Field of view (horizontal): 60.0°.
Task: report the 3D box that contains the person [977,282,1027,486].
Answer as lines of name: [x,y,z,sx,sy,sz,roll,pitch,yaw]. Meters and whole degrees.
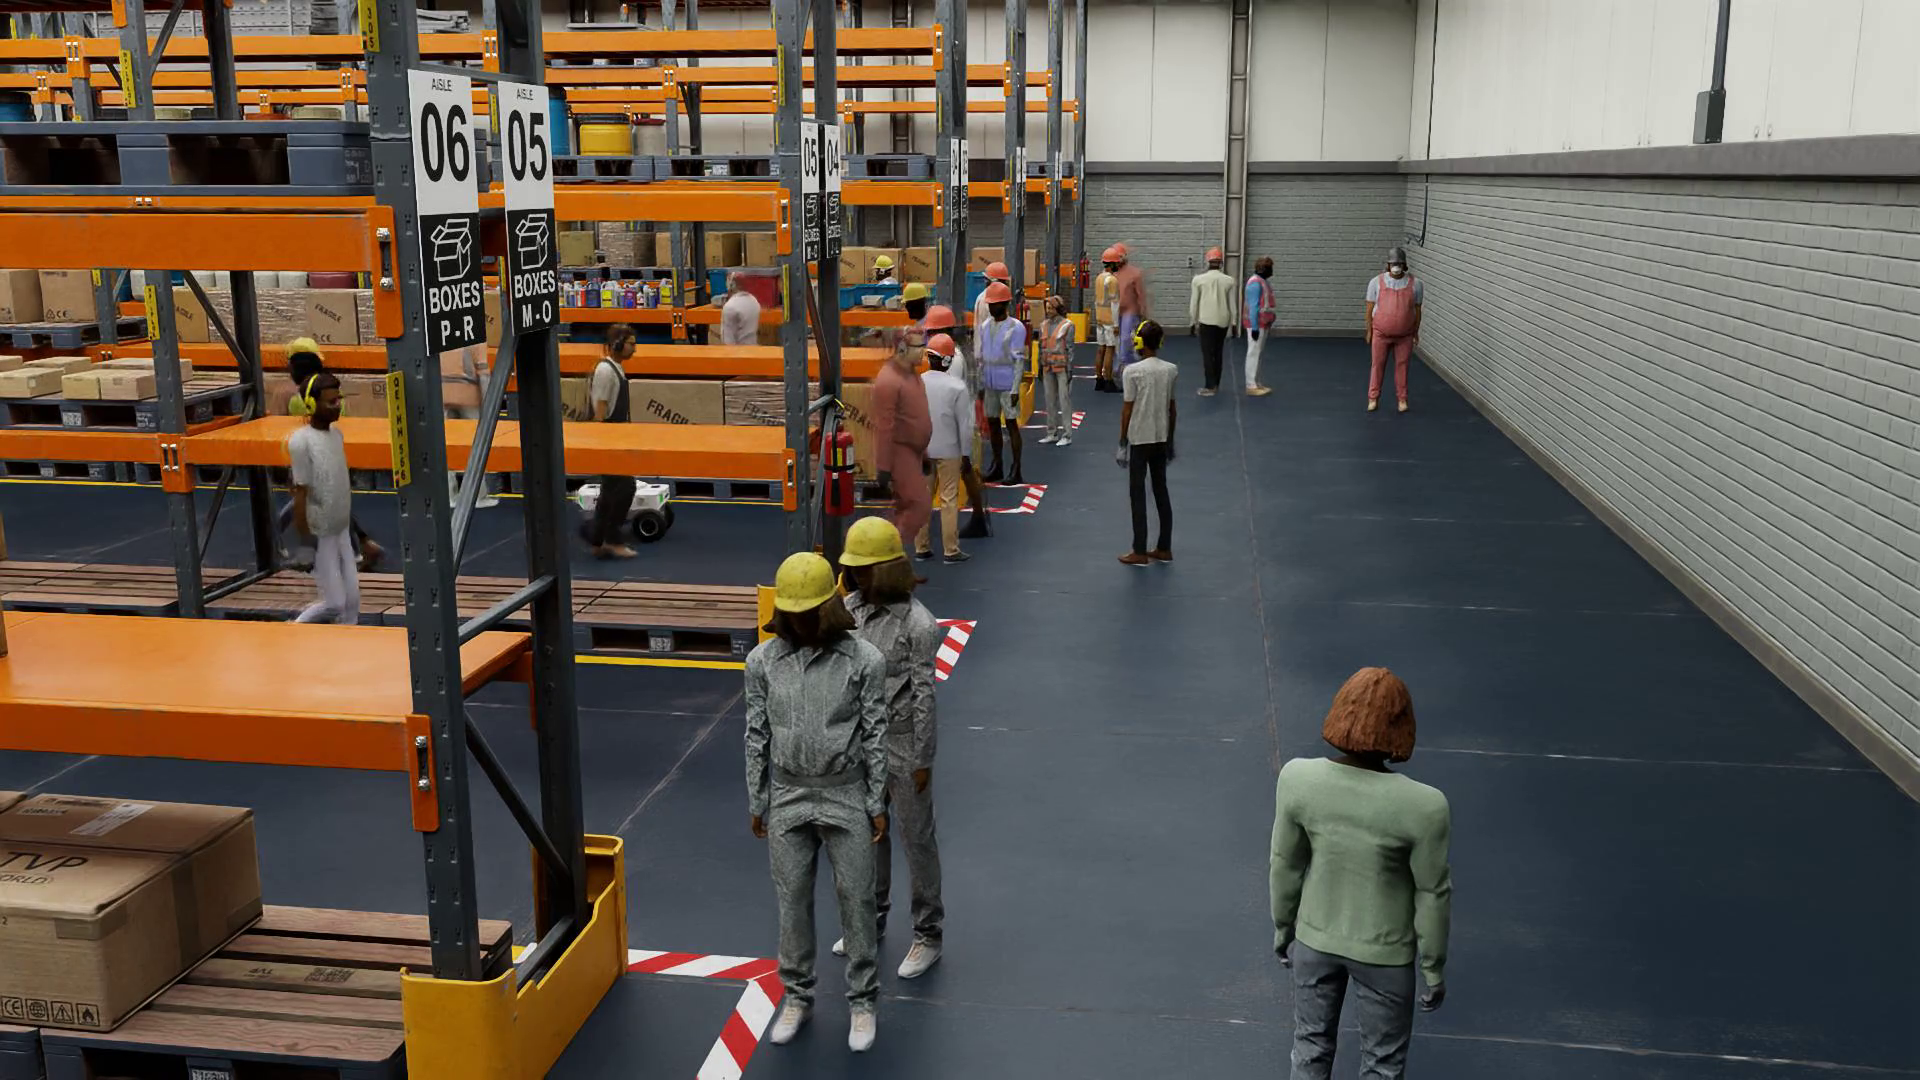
person: [0.370,-1.481,15.814,0.547,1.930,0.388,12,17,43]

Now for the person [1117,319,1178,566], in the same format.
person: [1.421,-0.732,12.602,0.509,1.861,0.327,-8,15,-31]

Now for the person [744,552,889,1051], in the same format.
person: [-0.485,0.880,5.606,0.491,1.733,0.317,1,13,6]

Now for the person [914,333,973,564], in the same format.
person: [-0.154,-0.697,12.674,0.573,1.749,0.343,7,14,27]

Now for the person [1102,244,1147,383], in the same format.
person: [2.286,-3.205,23.575,0.630,1.935,1.008,10,16,38]

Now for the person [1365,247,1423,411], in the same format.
person: [5.392,-2.617,20.687,0.688,2.000,0.539,2,13,10]

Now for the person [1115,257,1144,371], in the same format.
person: [2.415,-3.340,24.517,0.648,1.793,0.922,1,13,4]

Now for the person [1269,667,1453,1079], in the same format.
person: [1.106,1.144,4.632,0.509,1.632,0.267,8,15,33]

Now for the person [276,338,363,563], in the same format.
person: [-4.981,-0.680,12.644,0.858,1.734,0.522,1,13,3]

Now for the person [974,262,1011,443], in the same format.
person: [0.356,-2.054,18.290,0.407,1.981,0.626,-4,13,-16]

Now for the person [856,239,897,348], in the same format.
person: [-1.194,-3.821,26.418,0.830,1.920,0.637,3,13,12]

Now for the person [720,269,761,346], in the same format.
person: [-2.412,-2.057,18.502,0.564,1.890,0.649,6,14,24]

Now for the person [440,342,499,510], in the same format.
person: [-4.387,-1.225,14.664,0.594,1.922,0.387,3,13,11]

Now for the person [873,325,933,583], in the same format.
person: [-0.366,-0.593,11.892,0.445,1.885,0.668,3,13,12]

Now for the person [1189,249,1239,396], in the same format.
person: [3.410,-2.915,22.342,0.648,1.925,0.747,-2,13,-7]

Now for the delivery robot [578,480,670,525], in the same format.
delivery robot: [-2.736,-0.331,13.537,0.707,0.478,0.477,0,13,-1]

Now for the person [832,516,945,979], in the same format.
person: [-0.290,0.759,6.154,0.482,1.735,0.342,10,16,37]

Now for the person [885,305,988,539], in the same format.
person: [-0.197,-0.925,13.359,0.963,1.895,0.561,-3,13,-12]

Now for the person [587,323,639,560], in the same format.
person: [-2.650,-0.748,12.780,0.532,1.805,0.591,-1,13,-5]

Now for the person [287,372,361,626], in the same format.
person: [-3.646,-0.041,9.499,0.569,1.854,0.514,2,13,8]

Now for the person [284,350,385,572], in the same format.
person: [-4.682,-0.575,12.329,0.813,1.664,0.534,1,13,6]

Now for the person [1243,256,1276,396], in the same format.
person: [4.005,-2.865,22.261,0.429,1.840,0.633,5,13,20]

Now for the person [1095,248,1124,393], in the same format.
person: [2.022,-2.963,22.483,0.358,1.938,0.542,-5,13,-22]

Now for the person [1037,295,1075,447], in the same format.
person: [1.051,-1.846,18.137,0.320,1.630,0.528,-12,17,-42]

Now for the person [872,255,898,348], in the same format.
person: [-1.029,-2.947,22.650,0.404,1.833,0.590,3,13,12]
